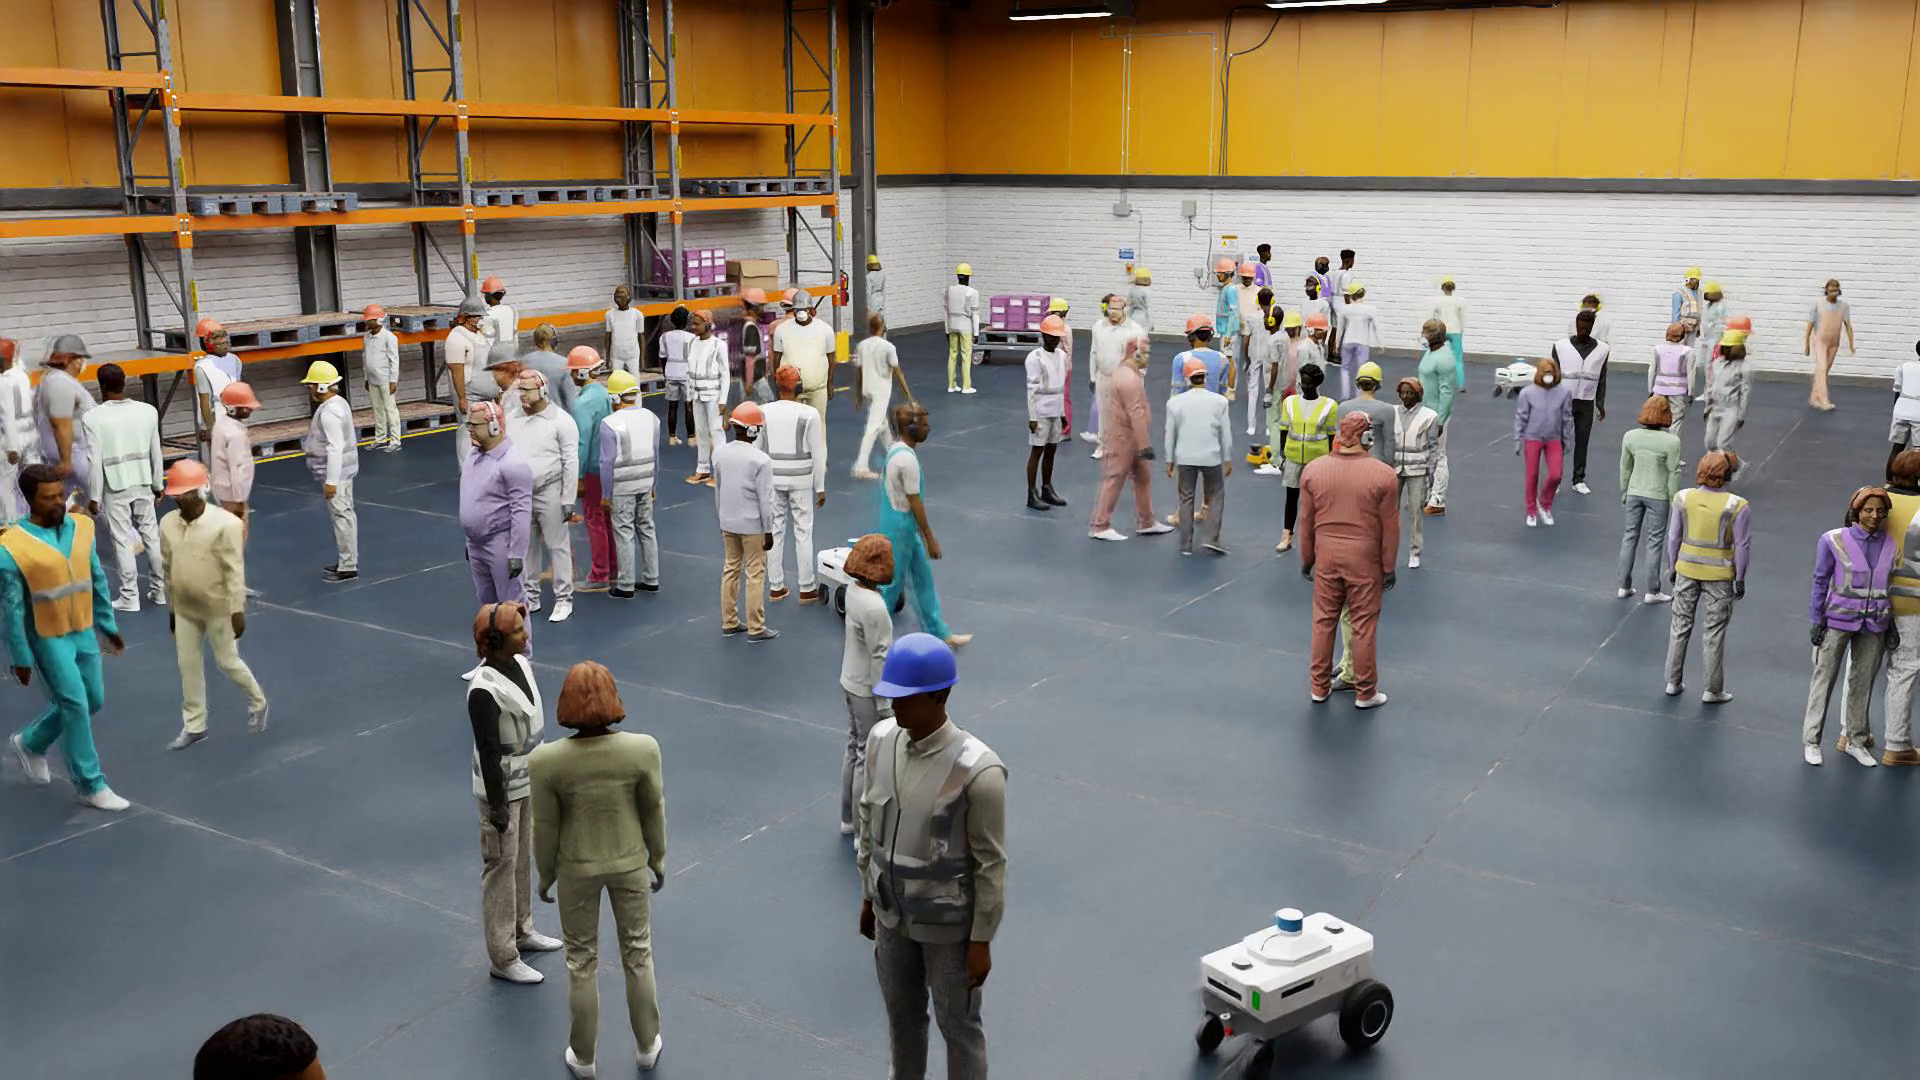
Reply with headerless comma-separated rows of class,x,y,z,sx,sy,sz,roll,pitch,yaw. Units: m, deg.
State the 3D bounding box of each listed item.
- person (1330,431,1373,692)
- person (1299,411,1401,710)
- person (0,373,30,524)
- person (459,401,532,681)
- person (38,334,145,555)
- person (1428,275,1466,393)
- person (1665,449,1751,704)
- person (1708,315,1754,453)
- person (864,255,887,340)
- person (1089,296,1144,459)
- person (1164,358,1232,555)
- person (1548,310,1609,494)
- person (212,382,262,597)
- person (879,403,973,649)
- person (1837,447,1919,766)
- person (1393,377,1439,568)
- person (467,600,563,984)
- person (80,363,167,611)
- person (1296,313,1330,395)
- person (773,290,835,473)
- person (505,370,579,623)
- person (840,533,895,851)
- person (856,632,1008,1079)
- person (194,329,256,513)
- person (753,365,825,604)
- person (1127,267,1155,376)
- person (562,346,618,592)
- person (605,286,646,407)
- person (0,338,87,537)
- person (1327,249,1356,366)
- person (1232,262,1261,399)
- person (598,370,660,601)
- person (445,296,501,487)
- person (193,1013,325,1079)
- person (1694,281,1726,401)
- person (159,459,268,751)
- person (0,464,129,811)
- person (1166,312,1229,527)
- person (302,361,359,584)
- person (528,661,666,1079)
person,2.543,0.126,10.911,0.335,1.742,0.563,4,14,16
person,2.476,0.128,10.563,0.637,1.901,0.403,8,15,31
person,-9.126,-1.048,15.796,0.517,1.836,0.341,0,13,2
person,-3.073,0.036,10.944,0.641,1.908,0.407,11,17,40
person,-7.641,-0.839,14.446,1.020,2.000,0.675,-9,16,-35
person,7.269,-3.088,24.895,0.620,1.738,0.432,4,13,15
person,4.781,0.236,10.662,0.309,1.641,0.515,-12,17,-41
person,8.548,-1.613,18.435,0.331,1.749,0.561,12,18,42
person,-1.532,-4.226,29.792,0.300,1.743,0.484,11,17,39
person,1.785,-1.864,19.215,0.640,1.900,0.400,7,15,27
person,2.092,-0.734,14.660,0.584,1.731,0.442,2,13,9
person,6.417,-1.436,17.317,0.587,1.914,0.391,1,13,5
person,-5.735,-0.400,13.217,0.418,1.729,0.599,-8,15,-32
person,-0.267,-0.037,11.461,0.848,1.813,0.508,-1,13,-5
person,5.412,0.375,9.613,0.429,1.842,0.634,-7,15,-26
person,3.806,-0.576,14.184,0.517,1.639,0.313,8,15,30
person,-1.918,1.058,7.088,0.308,1.645,0.514,1,13,2
person,-6.423,-0.405,12.834,0.374,1.915,0.596,8,15,32
person,3.968,-1.683,18.740,0.345,1.746,0.573,7,15,27
person,-1.717,-1.739,18.348,0.689,2.000,0.539,-1,13,-3
person,-3.182,-0.331,12.537,0.639,1.908,0.409,5,14,20
person,-0.459,0.763,8.414,0.280,1.625,0.493,-4,13,-15
person,-0.115,1.247,5.601,0.610,1.947,0.388,11,17,39
person,-7.153,-1.121,16.092,0.381,1.845,0.570,1,13,4
person,-1.330,-0.434,13.031,0.584,1.883,0.339,4,14,16
person,2.930,-3.483,26.586,0.492,1.726,0.491,-7,15,-29
person,-2.961,-0.571,13.407,0.406,1.986,0.616,2,13,10
person,-4.307,-2.345,21.406,0.520,1.844,0.331,0,13,1
person,-8.579,-0.925,15.232,0.840,1.859,0.575,-2,13,-8
person,6.413,-3.902,27.928,0.377,1.958,0.606,-2,13,-8
person,4.128,-3.026,24.069,0.615,1.983,0.407,3,13,15
person,-2.621,-0.431,13.164,0.405,1.824,0.585,8,15,32
person,-5.129,-1.577,17.648,0.535,2.000,0.679,2,13,8
person,-1.324,1.808,3.230,0.394,1.920,0.587,-1,13,-3
person,10.827,-2.859,23.902,0.470,1.726,0.490,-1,13,-5
person,-4.481,0.369,9.896,0.575,1.757,0.490,3,13,12
person,-4.864,0.507,8.938,0.776,1.895,0.608,4,14,17
person,2.233,-1.133,15.752,0.614,2.030,0.409,-6,14,-26
person,-5.159,-0.559,13.682,0.404,1.834,0.591,-3,13,-14
person,-1.355,1.247,6.286,0.497,1.636,0.286,-4,14,-17
